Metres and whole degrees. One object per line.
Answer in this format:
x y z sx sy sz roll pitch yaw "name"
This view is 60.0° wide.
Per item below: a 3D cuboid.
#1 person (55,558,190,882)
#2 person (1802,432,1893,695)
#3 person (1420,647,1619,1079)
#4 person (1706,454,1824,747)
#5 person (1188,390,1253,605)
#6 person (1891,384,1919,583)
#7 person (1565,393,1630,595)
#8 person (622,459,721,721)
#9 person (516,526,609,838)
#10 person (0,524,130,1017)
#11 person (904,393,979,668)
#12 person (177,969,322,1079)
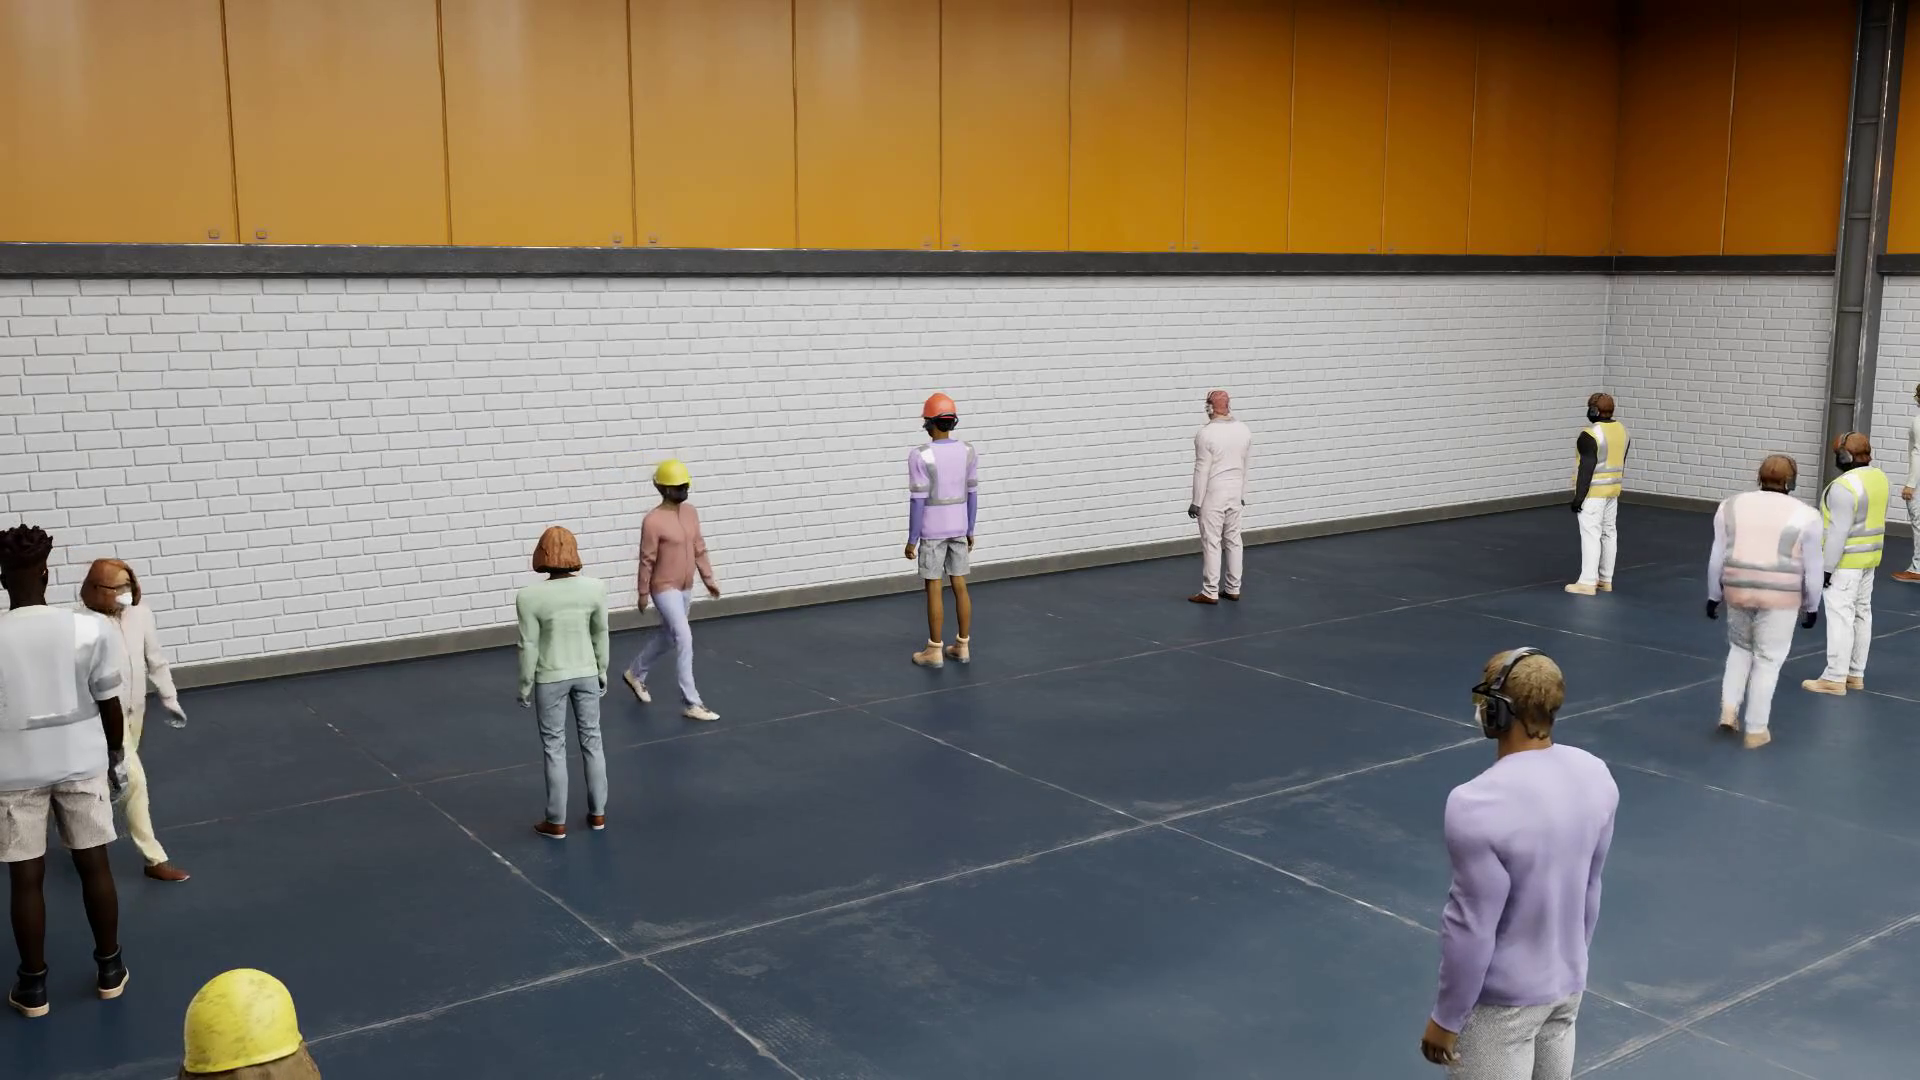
-4.168 0.853 8.111 0.846 1.593 0.496 2 10 14 "person"
6.182 0.163 11.616 0.621 1.837 0.429 -6 11 -35 "person"
1.527 1.246 4.614 0.627 1.941 0.371 -6 11 -35 "person"
4.999 0.376 10.333 0.471 1.826 0.643 -9 13 -43 "person"
2.279 -0.378 14.751 0.639 1.902 0.406 -6 11 -35 "person"
9.132 -0.553 15.731 0.627 1.934 0.371 -6 11 -35 "person"
5.805 -0.421 15.196 0.621 1.845 0.429 -6 11 -35 "person"
-1.966 0.304 11.055 0.849 1.733 0.518 4 10 26 "person"
-2.068 0.737 8.685 0.498 1.634 0.279 -6 11 -35 "person"
-3.643 0.910 6.623 0.603 1.958 0.381 -6 11 -35 "person"
-0.148 -0.071 12.410 0.605 2.045 0.378 -6 11 -35 "person"
-1.229 1.611 2.993 0.484 1.735 0.311 -6 11 -35 "person"
